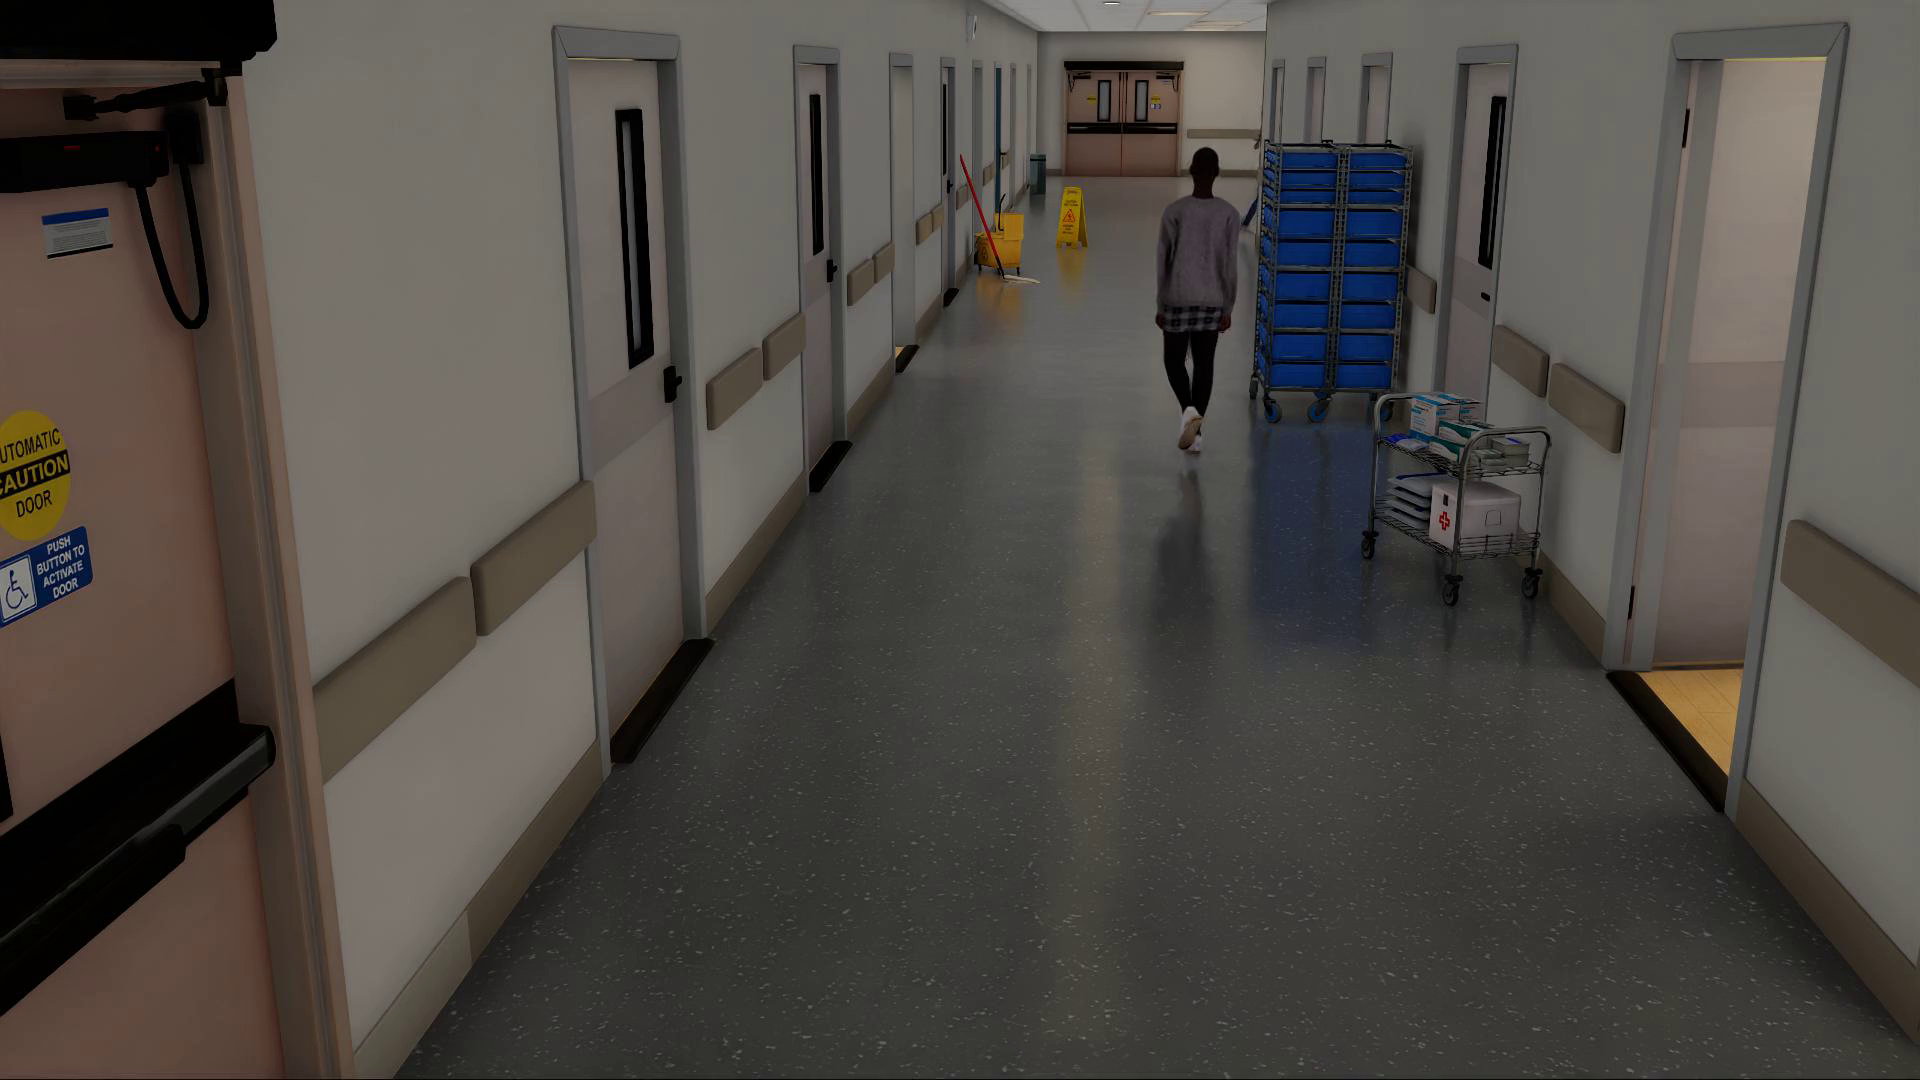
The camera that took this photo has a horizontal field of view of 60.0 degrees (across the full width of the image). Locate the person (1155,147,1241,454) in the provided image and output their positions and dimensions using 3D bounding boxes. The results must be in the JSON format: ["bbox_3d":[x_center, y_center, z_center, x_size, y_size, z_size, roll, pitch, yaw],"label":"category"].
[{"bbox_3d":[1.355,-1.340,9.544,0.665,1.761,0.906,0,16,0],"label":"person"}]
